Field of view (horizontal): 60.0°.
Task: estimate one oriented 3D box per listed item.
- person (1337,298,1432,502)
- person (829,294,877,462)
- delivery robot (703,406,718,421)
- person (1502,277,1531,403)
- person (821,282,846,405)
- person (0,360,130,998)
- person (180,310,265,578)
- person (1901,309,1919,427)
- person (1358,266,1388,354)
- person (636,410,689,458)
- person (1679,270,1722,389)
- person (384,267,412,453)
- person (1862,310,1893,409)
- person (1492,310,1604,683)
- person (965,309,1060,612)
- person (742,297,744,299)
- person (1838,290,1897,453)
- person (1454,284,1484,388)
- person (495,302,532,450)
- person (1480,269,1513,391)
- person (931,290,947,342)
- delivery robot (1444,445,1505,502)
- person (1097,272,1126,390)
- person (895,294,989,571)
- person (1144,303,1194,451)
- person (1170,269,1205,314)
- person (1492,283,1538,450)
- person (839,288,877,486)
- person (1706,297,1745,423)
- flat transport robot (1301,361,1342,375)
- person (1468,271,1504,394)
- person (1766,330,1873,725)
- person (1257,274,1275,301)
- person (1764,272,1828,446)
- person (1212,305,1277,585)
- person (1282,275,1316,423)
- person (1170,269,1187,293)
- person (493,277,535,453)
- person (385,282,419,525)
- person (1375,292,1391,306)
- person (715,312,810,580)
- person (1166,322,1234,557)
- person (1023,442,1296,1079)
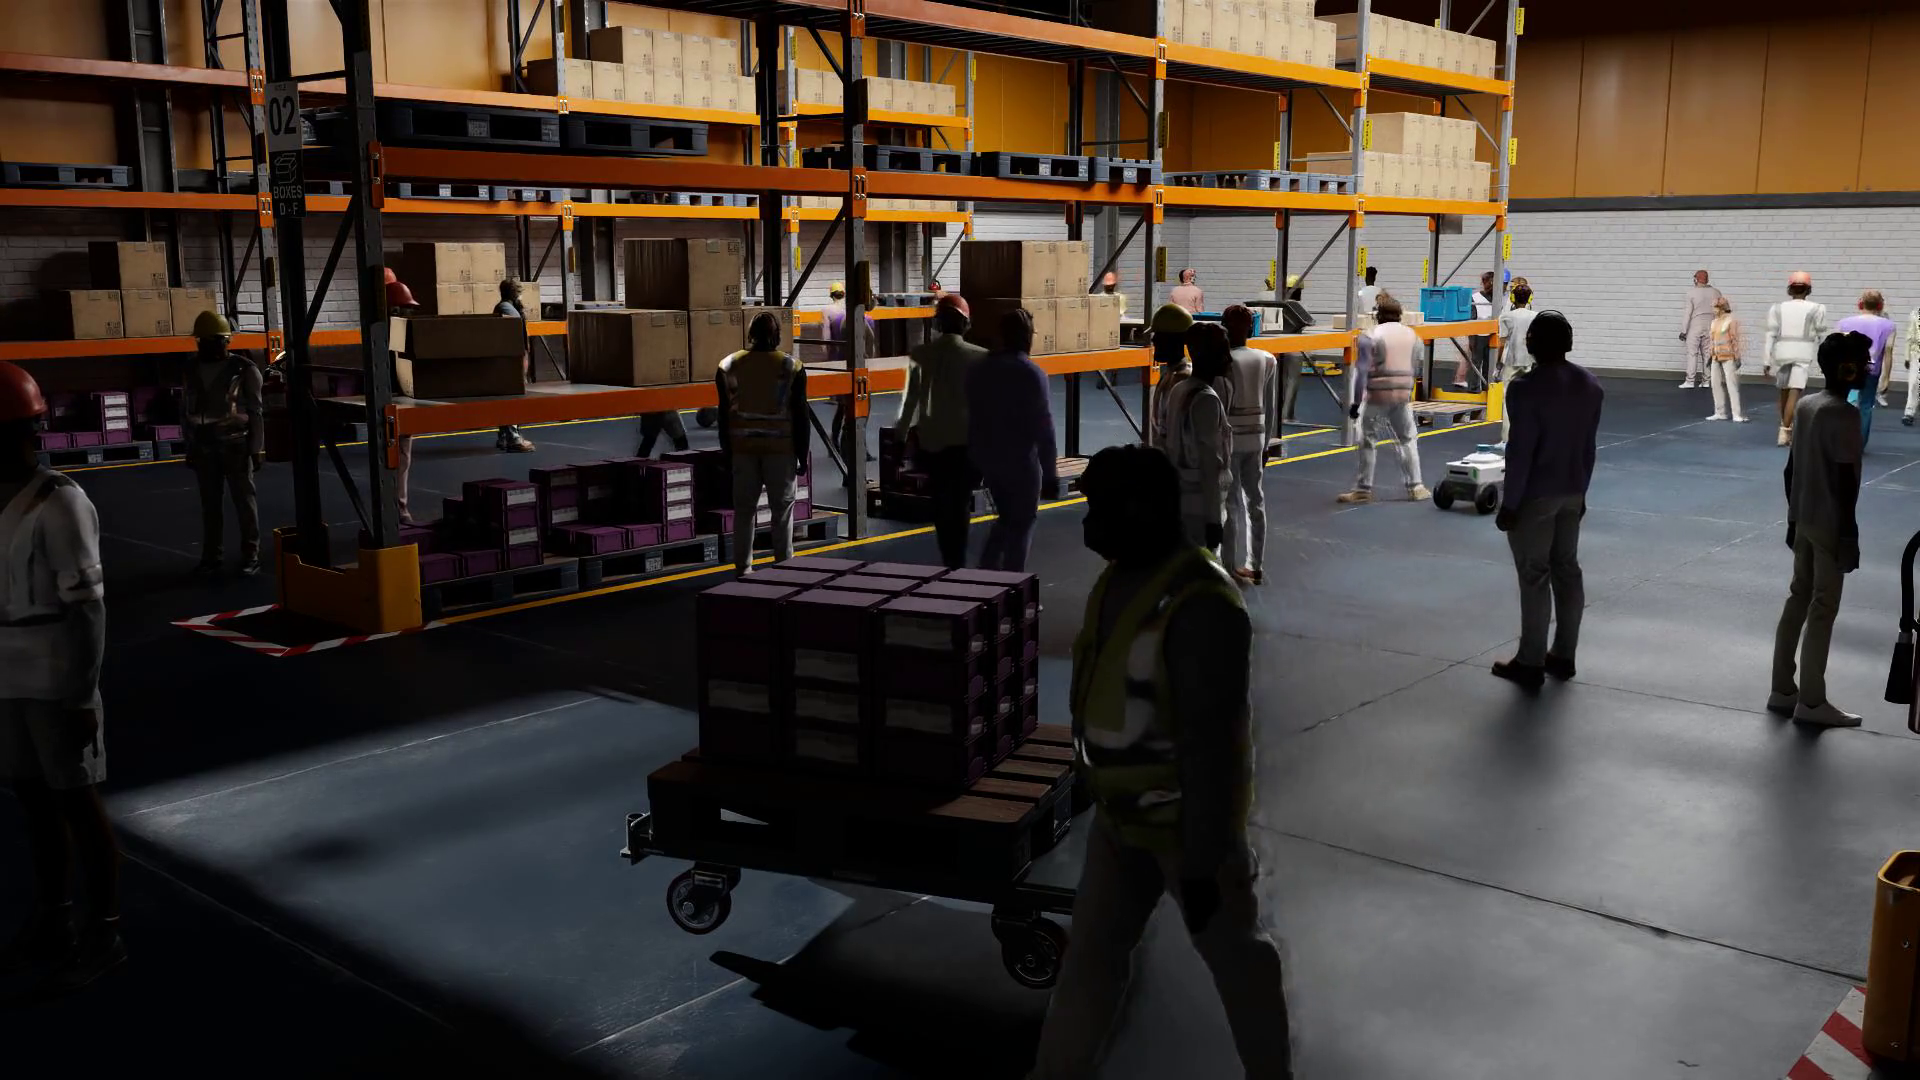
[{"bbox_3d":[3.801,-1.226,14.772,0.872,1.812,0.432,-3,10,-16],"label":"person"},{"bbox_3d":[-1.138,-1.795,17.723,0.600,1.922,0.441,7,12,33],"label":"person"},{"bbox_3d":[-2.901,-1.737,20.961,0.477,0.478,0.707,8,13,38],"label":"delivery robot"},{"bbox_3d":[8.003,-2.846,23.868,0.326,1.843,0.516,1,10,8],"label":"person"},{"bbox_3d":[-1.766,-2.833,24.022,0.523,1.769,0.313,-5,11,-28],"label":"person"},{"bbox_3d":[-2.805,0.420,5.024,0.545,1.933,0.376,7,12,33],"label":"person"},{"bbox_3d":[-5.060,-0.651,11.403,0.592,1.834,0.404,1,10,8],"label":"person"},{"bbox_3d":[12.195,-2.301,20.927,0.617,1.781,0.945,8,13,38],"label":"person"},{"bbox_3d":[6.743,-3.521,27.416,0.598,1.956,0.373,1,10,6],"label":"person"},{"bbox_3d":[-2.603,-1.195,14.995,0.846,1.654,0.546,-6,12,-31],"label":"person"},{"bbox_3d":[11.881,-3.380,26.754,0.636,1.902,0.406,-2,10,-9],"label":"person"},{"bbox_3d":[-6.269,-1.950,18.202,0.391,2.040,0.615,-8,13,-39],"label":"person"},{"bbox_3d":[12.845,-2.639,23.375,0.591,1.609,0.375,-1,10,-6],"label":"person"},{"bbox_3d":[3.049,-0.222,8.668,0.630,1.936,0.366,-5,11,-29],"label":"person"},{"bbox_3d":[0.343,-0.466,10.193,0.434,1.888,0.665,-8,13,-40],"label":"person"},{"bbox_3d":[-2.721,-2.116,19.749,0.403,1.830,0.599,1,10,4],"label":"person"},{"bbox_3d":[9.778,-1.800,18.016,0.566,1.810,0.936,4,11,22],"label":"person"},{"bbox_3d":[8.480,-3.370,26.868,0.999,1.841,0.696,-2,10,-10],"label":"person"},{"bbox_3d":[-5.044,-1.842,18.665,0.450,1.669,0.611,-3,10,-17],"label":"person"},{"bbox_3d":[8.053,-3.067,24.840,0.612,1.943,0.404,0,10,-3],"label":"person"},{"bbox_3d":[-0.261,-2.884,24.683,0.274,1.632,0.503,-8,13,-38],"label":"person"},{"bbox_3d":[4.513,-0.581,14.376,0.707,0.478,0.477,-8,13,-39],"label":"delivery robot"},{"bbox_3d":[2.405,-3.376,26.801,0.541,1.883,1.033,3,10,14],"label":"person"},{"bbox_3d":[-0.042,-0.683,11.275,0.740,1.931,0.895,3,10,14],"label":"person"},{"bbox_3d":[1.279,-0.445,9.961,0.381,1.928,0.587,0,10,2],"label":"person"},{"bbox_3d":[3.819,-3.561,27.765,0.642,1.909,0.410,8,13,40],"label":"person"},{"bbox_3d":[6.223,-1.931,18.590,0.538,1.869,0.313,0,10,-2],"label":"person"},{"bbox_3d":[-0.957,-1.438,15.584,0.377,1.940,0.628,-2,10,-11],"label":"person"},{"bbox_3d":[9.988,-2.339,21.651,0.321,1.612,0.694,-2,10,-13],"label":"person"},{"bbox_3d":[6.065,-3.074,29.645,1.431,0.197,0.652,1,10,8],"label":"flat transport robot"},{"bbox_3d":[7.594,-2.917,24.063,0.593,1.919,0.392,-4,11,-23],"label":"person"},{"bbox_3d":[4.129,-0.058,7.937,0.312,1.864,0.536,0,10,-2],"label":"person"},{"bbox_3d":[5.838,-4.117,31.339,0.530,1.765,0.325,8,13,37],"label":"person"},{"bbox_3d":[9.618,-2.085,19.165,0.616,1.991,1.046,10,14,43],"label":"person"},{"bbox_3d":[1.835,-0.616,11.062,0.572,1.883,0.358,-5,11,-27],"label":"person"},{"bbox_3d":[4.248,-2.417,21.252,0.412,1.910,0.588,-8,13,-40],"label":"person"},{"bbox_3d":[4.079,-4.008,30.418,0.534,1.868,0.310,6,12,30],"label":"person"},{"bbox_3d":[-4.970,-1.933,18.413,0.372,1.938,0.627,-5,11,-26],"label":"person"},{"bbox_3d":[-4.381,-1.007,12.972,0.395,1.993,0.614,-6,12,-32],"label":"person"},{"bbox_3d":[6.036,-2.758,24.008,0.785,1.604,0.545,-8,13,-38],"label":"person"},{"bbox_3d":[-1.298,-0.593,11.082,0.628,1.837,0.429,1,10,7],"label":"person"},{"bbox_3d":[1.212,-0.164,8.486,0.337,1.882,0.585,-2,10,-9],"label":"person"},{"bbox_3d":[0.433,0.671,3.987,0.957,1.777,0.759,-3,10,-18],"label":"person"}]
